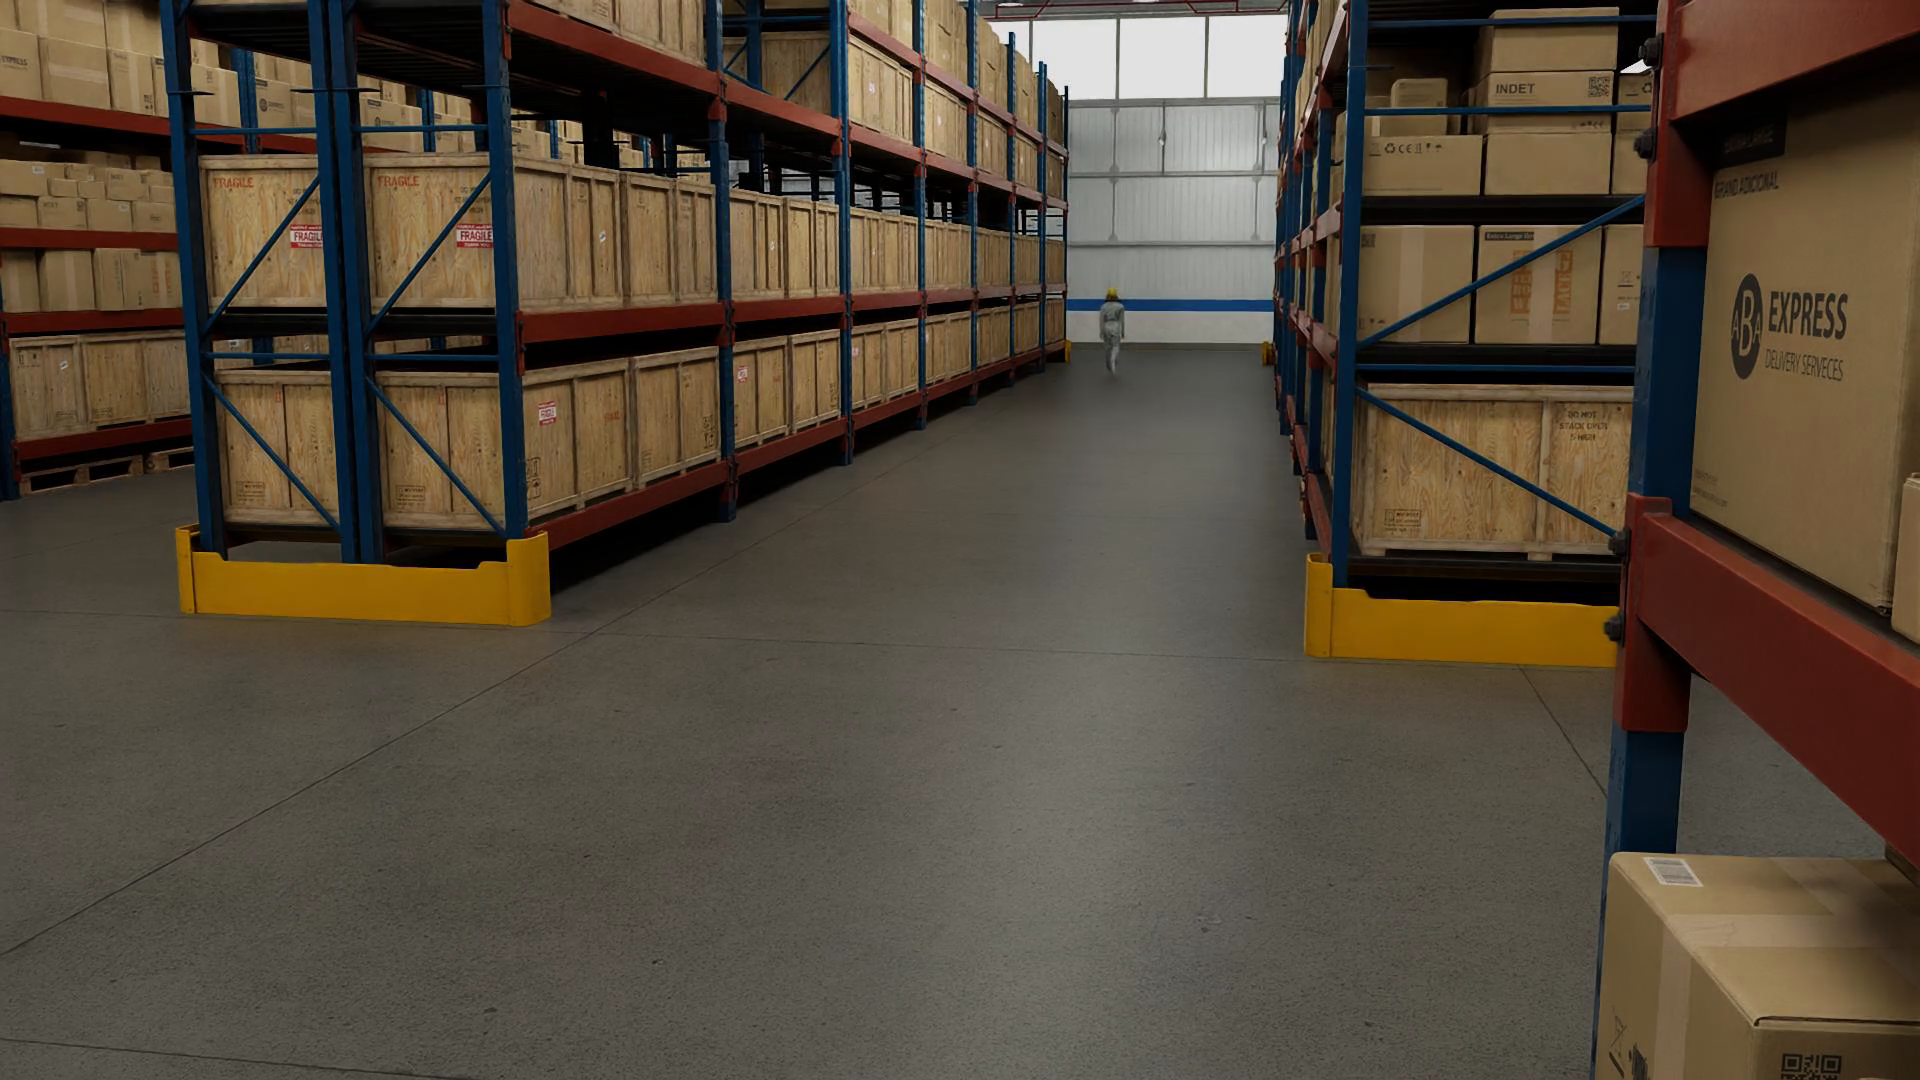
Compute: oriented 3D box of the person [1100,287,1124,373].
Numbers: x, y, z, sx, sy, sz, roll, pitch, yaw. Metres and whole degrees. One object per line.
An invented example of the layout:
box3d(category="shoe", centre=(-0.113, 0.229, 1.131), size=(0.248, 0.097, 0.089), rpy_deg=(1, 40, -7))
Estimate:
box3d(category="person", centre=(3.023, -4.175, 33.146), size=(0.489, 1.717, 0.742), rpy_deg=(1, 9, 9))
